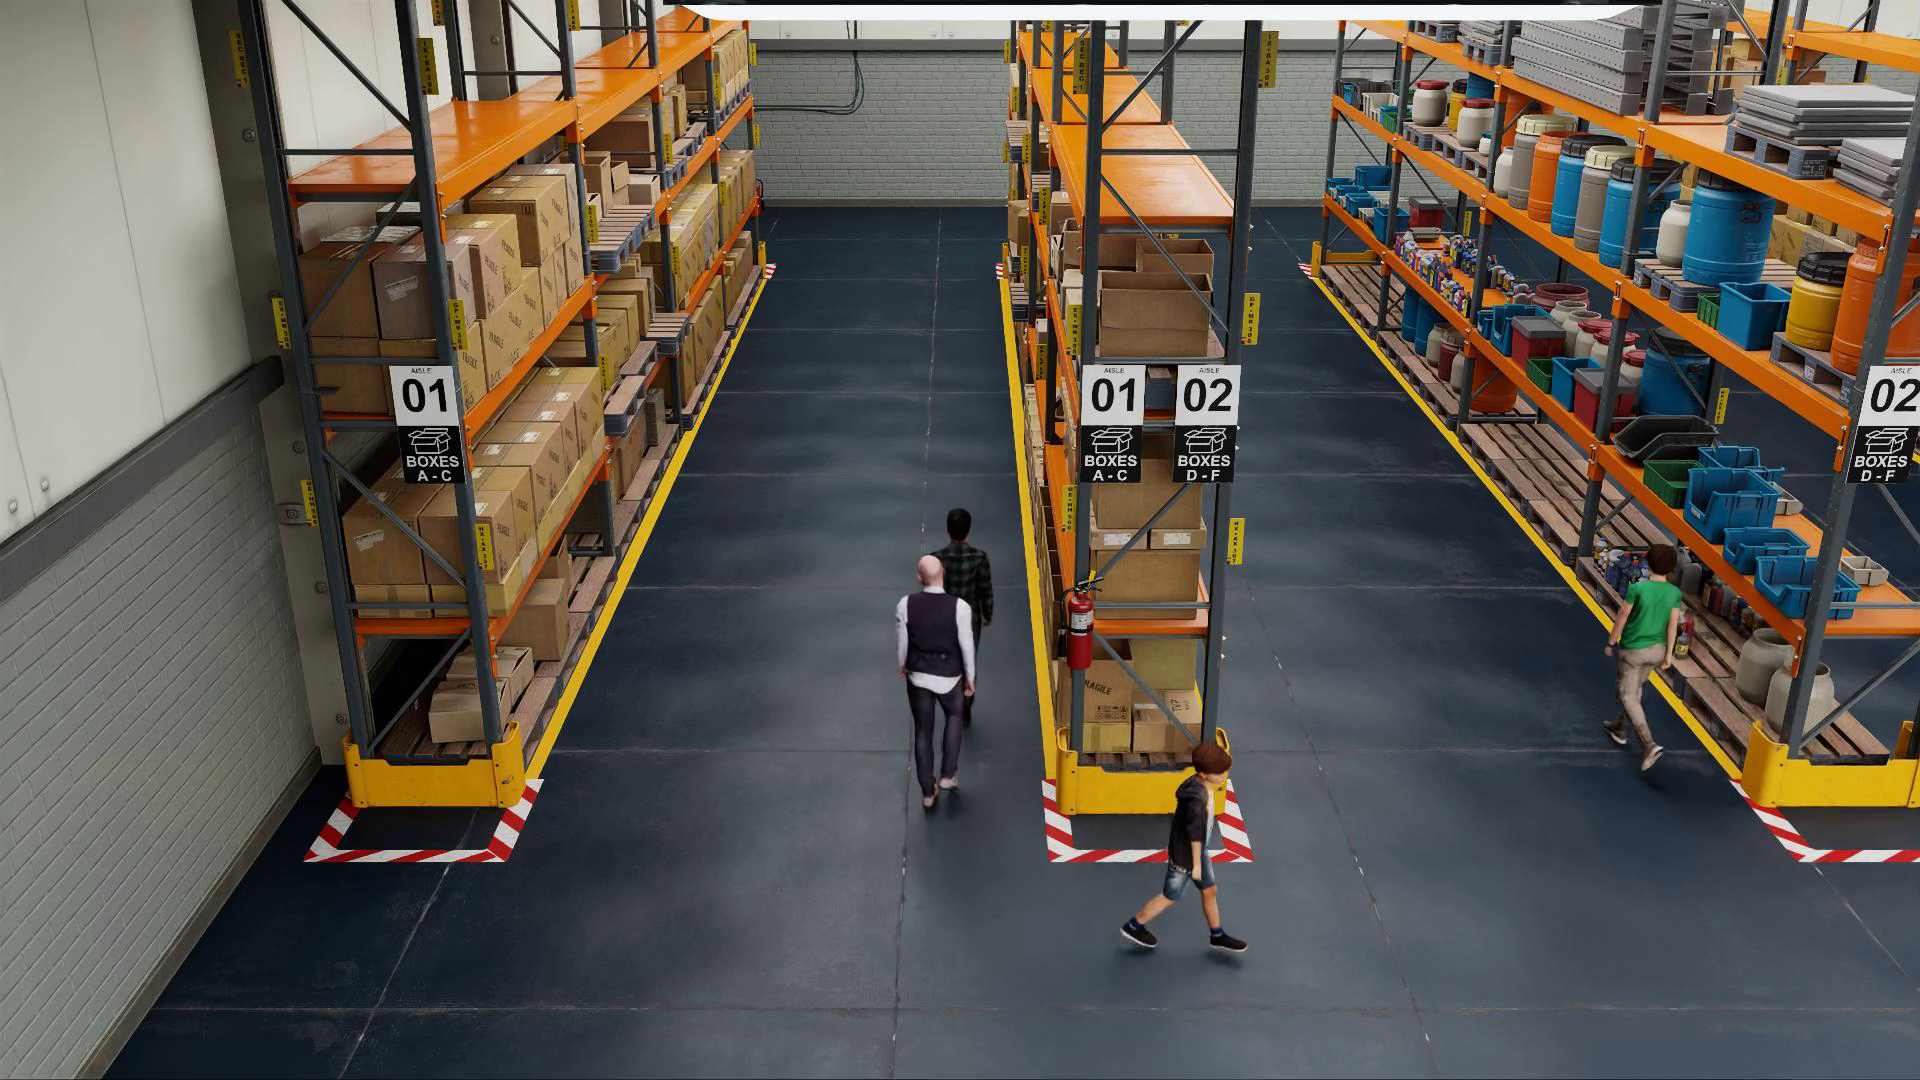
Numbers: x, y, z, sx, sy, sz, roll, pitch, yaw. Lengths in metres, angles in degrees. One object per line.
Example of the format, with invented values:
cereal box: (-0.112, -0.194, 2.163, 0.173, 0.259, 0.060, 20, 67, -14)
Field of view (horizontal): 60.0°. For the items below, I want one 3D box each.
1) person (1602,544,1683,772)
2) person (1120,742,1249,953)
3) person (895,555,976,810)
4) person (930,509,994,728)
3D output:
person: (4.943, 0.851, 11.966, 0.656, 1.625, 1.076, -3, 22, -7)
person: (1.291, 1.832, 9.848, 0.819, 1.413, 0.990, 5, 23, 12)
person: (-0.185, 1.009, 11.351, 0.729, 1.799, 0.684, 2, 22, 4)
person: (0.004, 0.611, 12.533, 0.690, 1.697, 0.807, 0, 22, 1)
